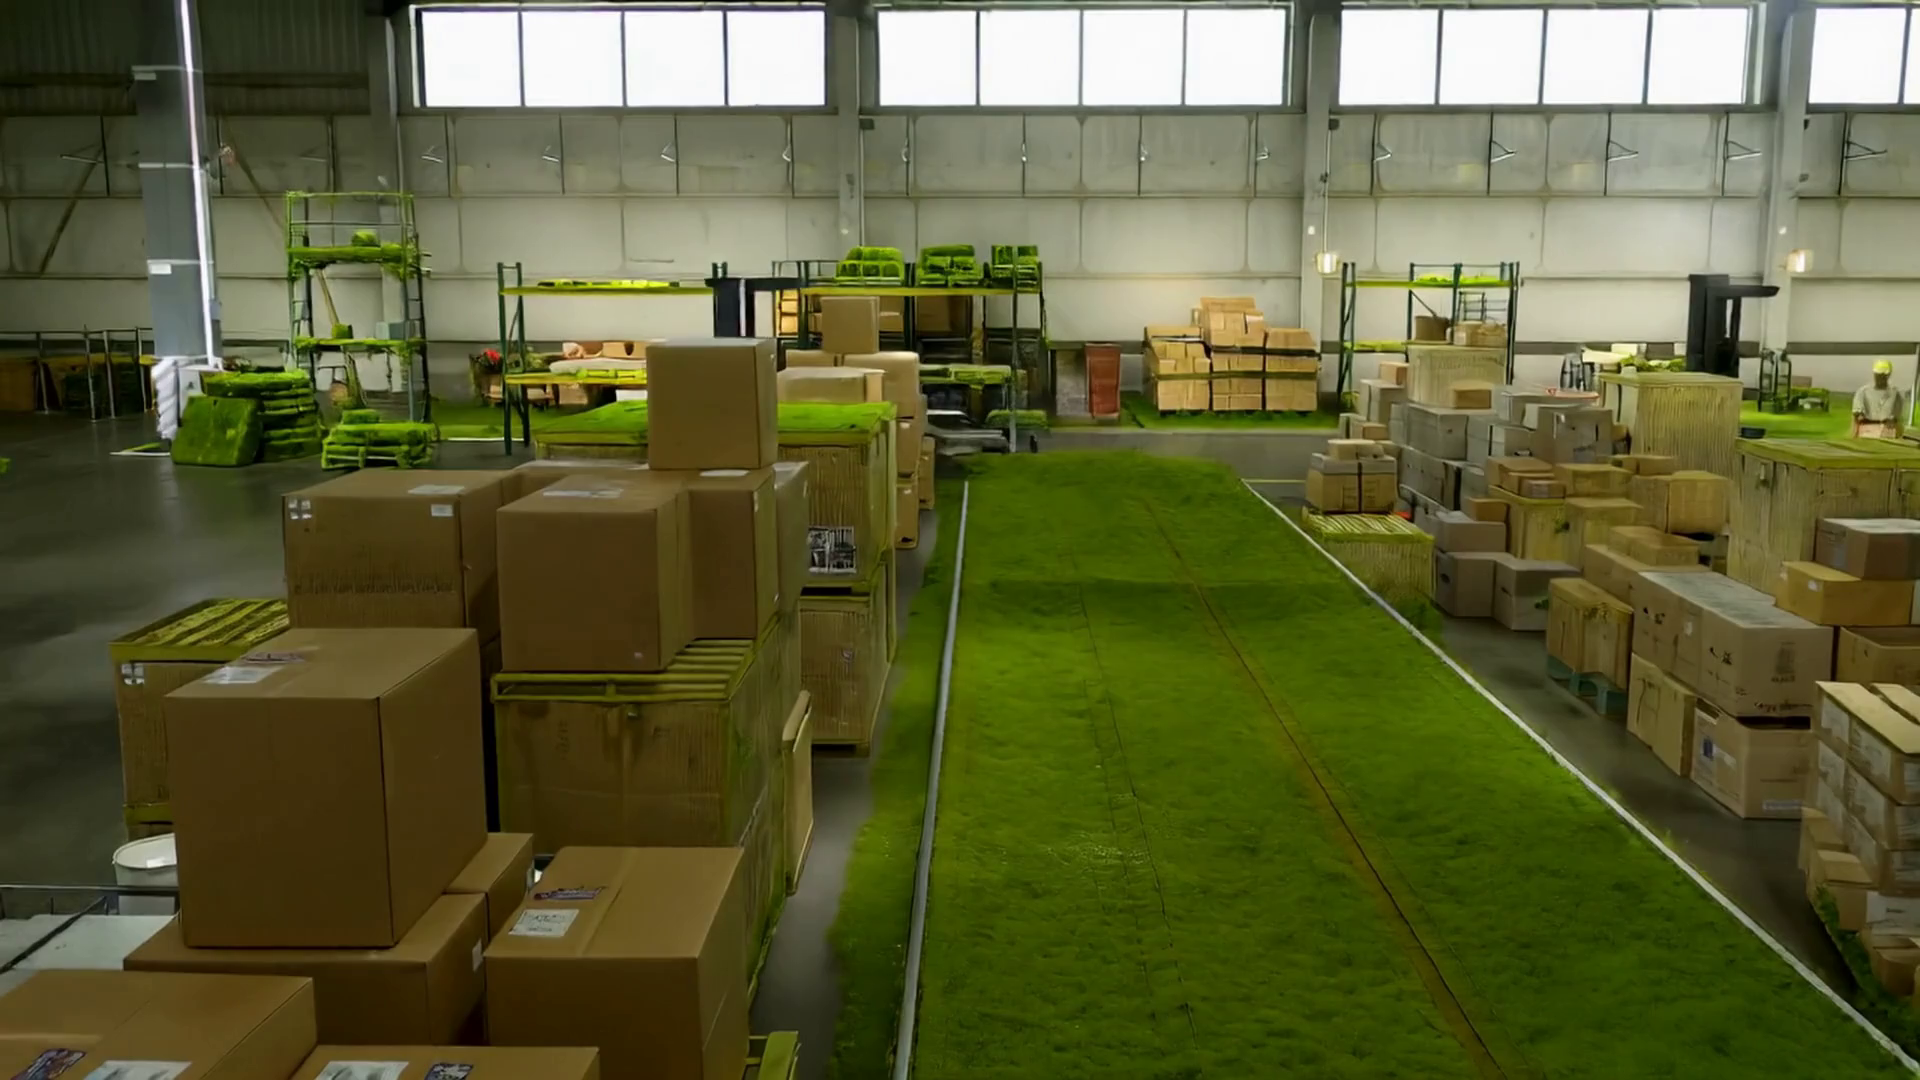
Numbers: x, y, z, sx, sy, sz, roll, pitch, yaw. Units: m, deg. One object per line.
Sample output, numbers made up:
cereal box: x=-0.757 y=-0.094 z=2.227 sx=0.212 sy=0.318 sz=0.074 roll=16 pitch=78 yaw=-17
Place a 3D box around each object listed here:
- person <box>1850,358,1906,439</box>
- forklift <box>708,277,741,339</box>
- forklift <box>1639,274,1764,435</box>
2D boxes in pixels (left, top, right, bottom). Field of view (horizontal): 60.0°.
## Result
person: x=10.635 y=-1.142 z=19.304 sx=0.549 sy=1.934 sz=0.374 roll=3 pitch=10 yaw=18
forklift: x=-3.325 y=-2.387 z=23.932 sx=1.873 sy=2.768 sz=1.129 roll=-1 pitch=10 yaw=-6
forklift: x=13.052 y=-3.274 z=29.248 sx=1.873 sy=2.768 sz=1.129 roll=0 pitch=9 yaw=1
